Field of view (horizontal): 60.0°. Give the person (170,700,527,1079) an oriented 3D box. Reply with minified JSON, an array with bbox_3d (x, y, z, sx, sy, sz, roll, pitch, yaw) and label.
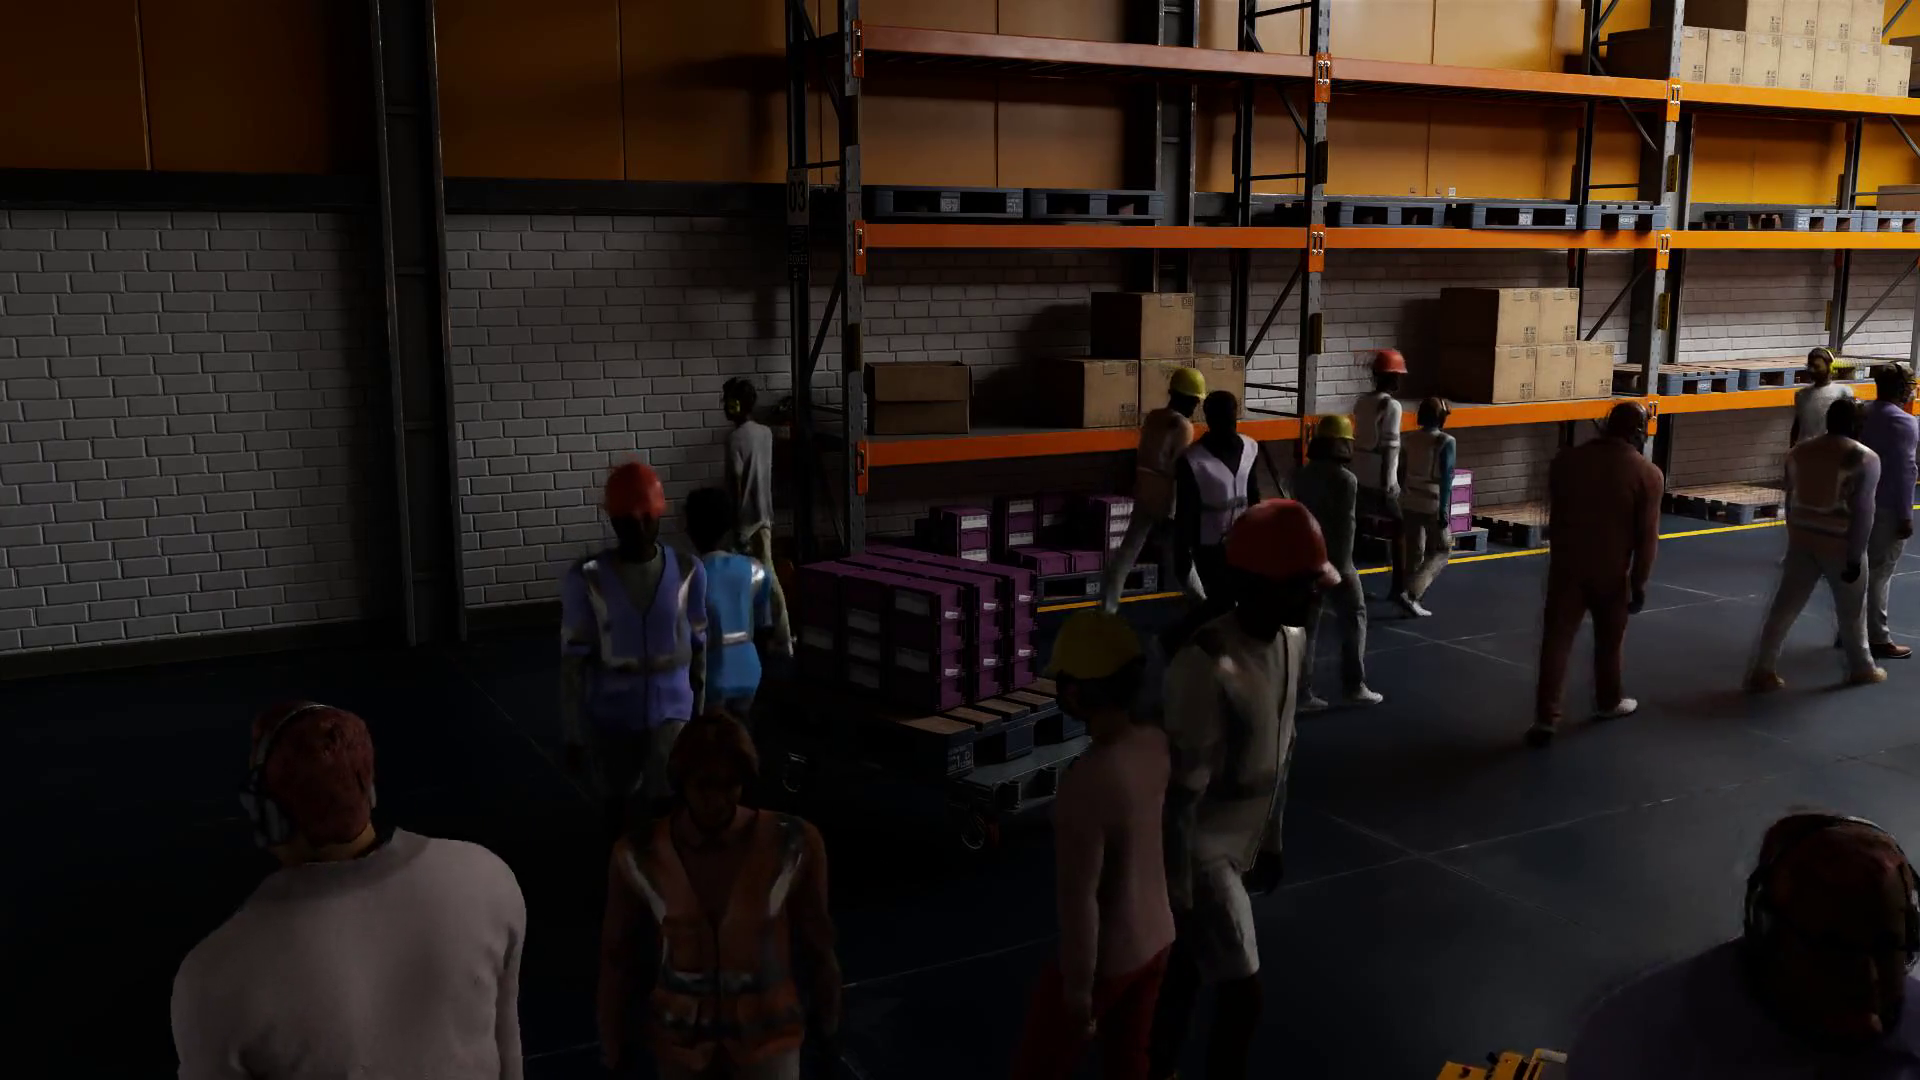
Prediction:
[{"bbox_3d":[-1.011,1.209,2.930,0.657,1.884,0.666,-10,14,-44],"label":"person"}]

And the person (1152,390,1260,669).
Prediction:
[{"bbox_3d":[1.441,0.029,9.768,0.629,1.869,0.811,-8,13,-40],"label":"person"}]

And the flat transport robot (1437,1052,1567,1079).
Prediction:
[{"bbox_3d":[1.996,1.726,4.595,1.431,0.197,0.652,5,11,29],"label":"flat transport robot"}]

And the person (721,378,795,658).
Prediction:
[{"bbox_3d":[-1.453,-0.142,10.889,0.851,1.828,0.516,6,11,31],"label":"person"}]

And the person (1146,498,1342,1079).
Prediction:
[{"bbox_3d":[0.761,0.866,4.620,0.700,1.998,0.604,6,12,32],"label":"person"}]

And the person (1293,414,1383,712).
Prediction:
[{"bbox_3d":[2.166,0.129,9.619,0.720,1.705,0.502,-7,12,-33],"label":"person"}]

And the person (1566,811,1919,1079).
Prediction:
[{"bbox_3d":[1.246,1.274,2.620,0.659,1.877,0.819,2,10,10],"label":"person"}]

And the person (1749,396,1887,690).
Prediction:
[{"bbox_3d":[5.204,0.028,10.029,0.992,1.792,0.639,-5,11,-26],"label":"person"}]

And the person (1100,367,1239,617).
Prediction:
[{"bbox_3d":[1.420,-0.272,11.582,1.059,1.846,0.609,-5,11,-29],"label":"person"}]

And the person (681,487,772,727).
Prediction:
[{"bbox_3d":[-1.087,0.609,7.000,0.546,1.662,0.687,-10,14,-44],"label":"person"}]

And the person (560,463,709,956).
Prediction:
[{"bbox_3d":[-1.228,0.630,6.292,0.565,1.895,0.976,-3,10,-18],"label":"person"}]

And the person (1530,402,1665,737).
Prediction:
[{"bbox_3d":[3.496,0.165,9.097,0.624,1.838,0.979,7,12,35],"label":"person"}]

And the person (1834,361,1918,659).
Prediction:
[{"bbox_3d":[6.023,-0.202,10.900,0.372,1.941,0.627,-1,10,-5],"label":"person"}]

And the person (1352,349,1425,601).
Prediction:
[{"bbox_3d":[3.231,-0.480,12.580,0.806,1.905,0.543,-5,11,-25],"label":"person"}]

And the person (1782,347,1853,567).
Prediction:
[{"bbox_3d":[7.224,-0.694,13.963,0.628,1.854,0.542,-7,12,-36],"label":"person"}]

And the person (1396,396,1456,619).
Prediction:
[{"bbox_3d":[3.307,-0.219,11.884,0.397,1.620,0.542,-5,11,-27],"label":"person"}]

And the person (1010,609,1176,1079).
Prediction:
[{"bbox_3d":[0.356,1.040,4.284,0.359,1.753,0.535,8,12,37],"label":"person"}]

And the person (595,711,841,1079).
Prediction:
[{"bbox_3d":[-0.549,1.199,3.752,0.539,1.614,0.719,0,10,0],"label":"person"}]
